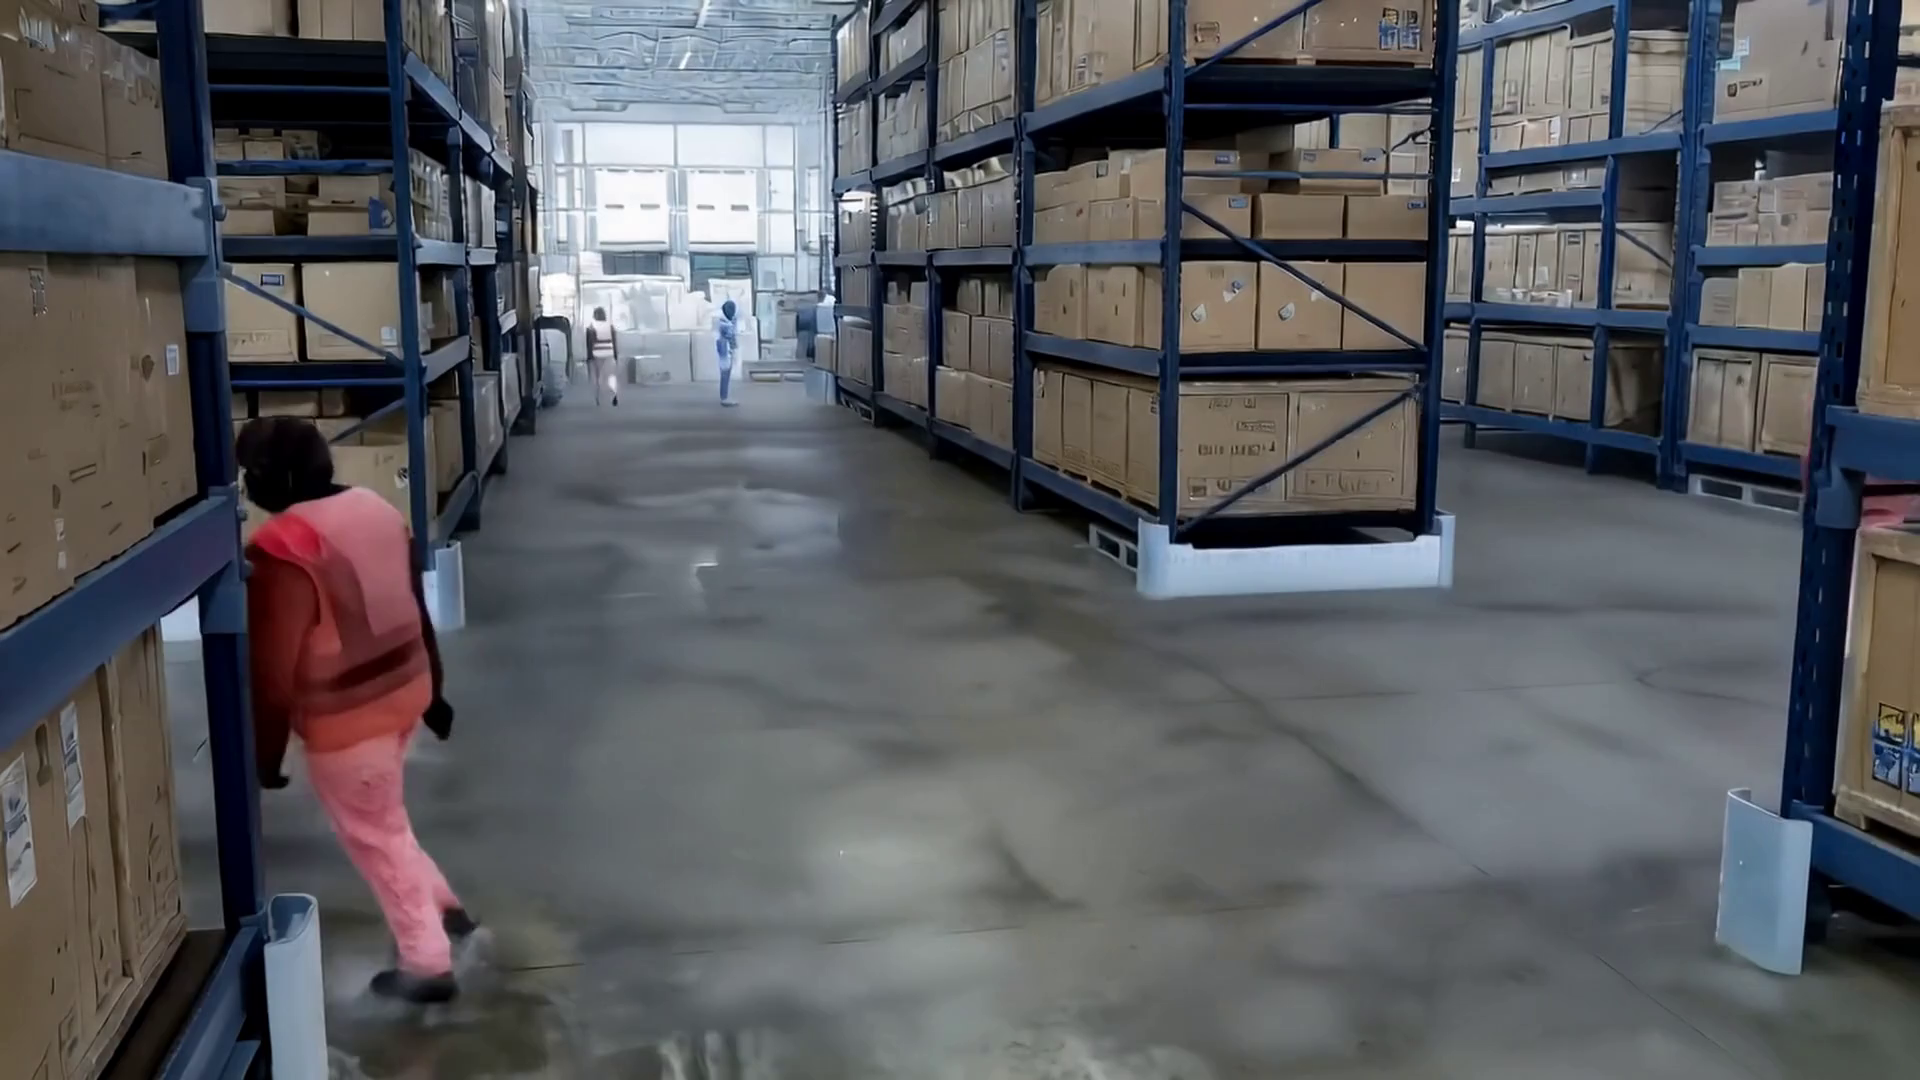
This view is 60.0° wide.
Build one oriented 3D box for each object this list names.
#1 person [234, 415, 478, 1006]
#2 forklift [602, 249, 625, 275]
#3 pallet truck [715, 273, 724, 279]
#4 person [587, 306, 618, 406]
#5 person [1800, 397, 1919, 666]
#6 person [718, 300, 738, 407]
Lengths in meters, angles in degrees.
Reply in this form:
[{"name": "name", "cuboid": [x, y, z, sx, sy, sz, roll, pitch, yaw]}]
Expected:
[{"name": "person", "cuboid": [-1.775, 0.533, 4.865, 0.567, 1.800, 0.642, 1, 9, 7]}, {"name": "forklift", "cuboid": [-11.455, -8.235, 55.018, 1.129, 2.768, 1.873, 8, 12, 40]}, {"name": "pallet truck", "cuboid": [-8.580, -8.986, 62.280, 1.885, 1.965, 0.823, 1, 9, 5]}, {"name": "person", "cuboid": [-5.680, -2.927, 26.529, 0.502, 1.614, 0.761, -4, 10, -21]}, {"name": "person", "cuboid": [5.087, -0.204, 9.284, 0.564, 1.824, 0.630, -5, 10, -27]}, {"name": "person", "cuboid": [-3.708, -2.974, 26.544, 0.320, 1.697, 0.537, -2, 9, -10]}]
